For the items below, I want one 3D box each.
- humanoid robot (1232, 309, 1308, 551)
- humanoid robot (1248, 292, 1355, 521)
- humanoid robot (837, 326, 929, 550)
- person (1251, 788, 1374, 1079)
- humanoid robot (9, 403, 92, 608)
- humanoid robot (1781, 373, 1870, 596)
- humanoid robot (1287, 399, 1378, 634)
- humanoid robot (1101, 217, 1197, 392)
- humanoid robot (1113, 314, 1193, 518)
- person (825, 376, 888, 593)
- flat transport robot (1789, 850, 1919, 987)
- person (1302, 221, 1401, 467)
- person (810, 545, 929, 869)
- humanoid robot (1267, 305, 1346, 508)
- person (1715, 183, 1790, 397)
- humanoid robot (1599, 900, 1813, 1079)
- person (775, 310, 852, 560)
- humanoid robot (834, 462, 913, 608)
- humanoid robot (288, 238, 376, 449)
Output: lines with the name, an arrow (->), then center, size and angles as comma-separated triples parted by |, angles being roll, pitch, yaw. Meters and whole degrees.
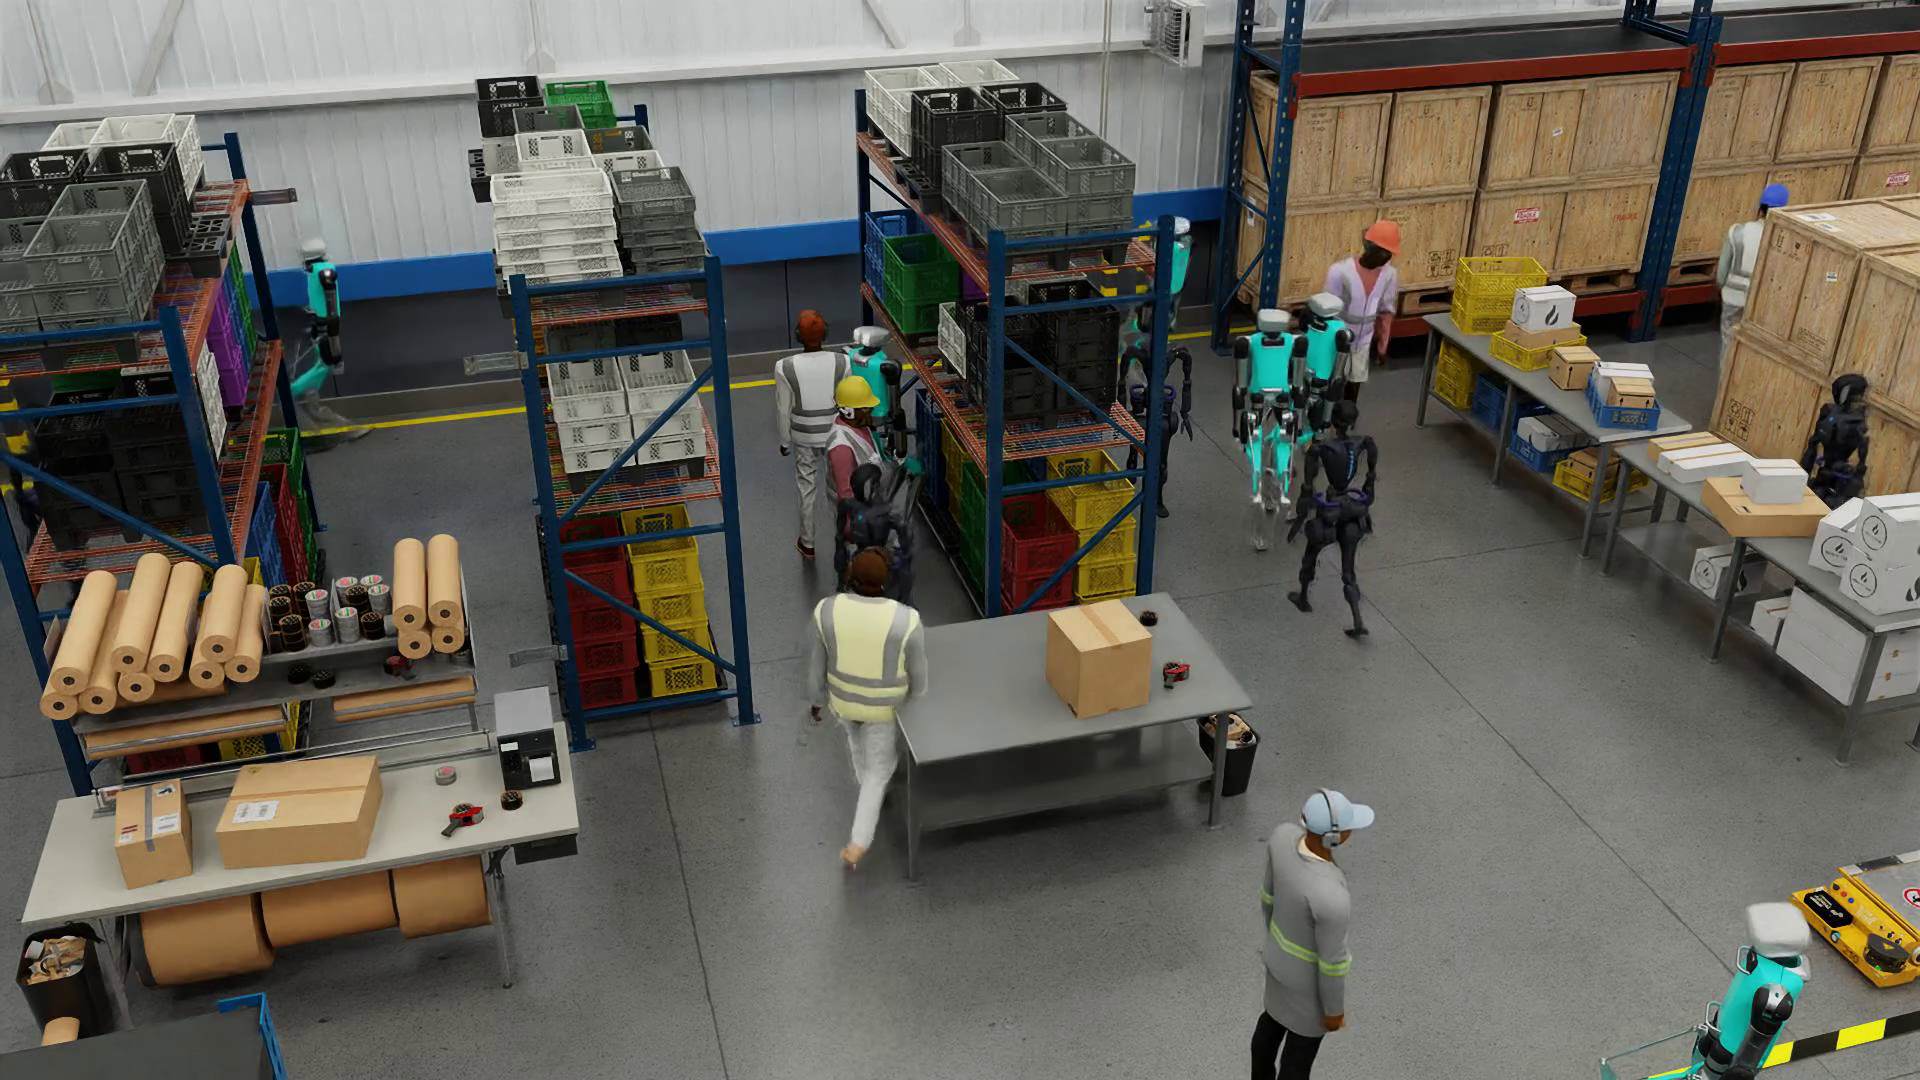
humanoid robot -> 2.221, -0.681, 11.945 | 0.549, 1.834, 0.805 | 0, 29, 1
humanoid robot -> 2.441, -0.956, 12.286 | 0.742, 1.706, 0.530 | -15, 32, -25
humanoid robot -> -0.480, -0.787, 11.991 | 0.530, 1.722, 0.724 | 21, 35, 33
person -> 1.486, 1.849, 7.177 | 0.441, 1.864, 0.588 | -8, 30, -14
humanoid robot -> -5.893, -0.164, 11.026 | 0.723, 1.629, 0.589 | 18, 34, 30
humanoid robot -> 5.989, -0.352, 11.344 | 0.426, 1.650, 0.608 | -4, 29, -7
humanoid robot -> 2.506, -0.150, 11.022 | 0.610, 1.637, 0.764 | -9, 30, -16
humanoid robot -> 1.473, -1.973, 14.278 | 1.019, 1.768, 0.552 | 22, 35, 34
humanoid robot -> 1.443, -0.935, 12.384 | 0.599, 1.657, 0.315 | 0, 29, 0
person -> -0.674, -0.232, 10.960 | 0.404, 1.832, 0.593 | 2, 29, 3
flat transport robot -> 5.163, 1.916, 8.676 | 1.431, 0.231, 0.659 | -8, 30, -14
person -> 3.114, -1.551, 13.197 | 0.651, 2.018, 0.455 | -10, 30, -18
person -> -0.504, 0.895, 8.945 | 0.650, 1.806, 0.835 | 10, 30, 18
humanoid robot -> 2.654, -1.065, 12.647 | 0.616, 1.645, 0.473 | 16, 33, 27
person -> 6.791, -2.121, 14.301 | 0.605, 1.920, 0.604 | 11, 31, 20
humanoid robot -> 2.859, 2.098, 6.676 | 0.735, 1.681, 0.533 | 13, 31, 22
person -> -1.009, -0.740, 11.831 | 0.572, 1.884, 0.356 | -5, 29, -10
humanoid robot -> -0.509, 0.271, 10.210 | 0.601, 1.647, 0.409 | 17, 33, 28
humanoid robot -> -5.251, -1.517, 13.383 | 0.730, 1.760, 0.547 | -18, 34, -30
